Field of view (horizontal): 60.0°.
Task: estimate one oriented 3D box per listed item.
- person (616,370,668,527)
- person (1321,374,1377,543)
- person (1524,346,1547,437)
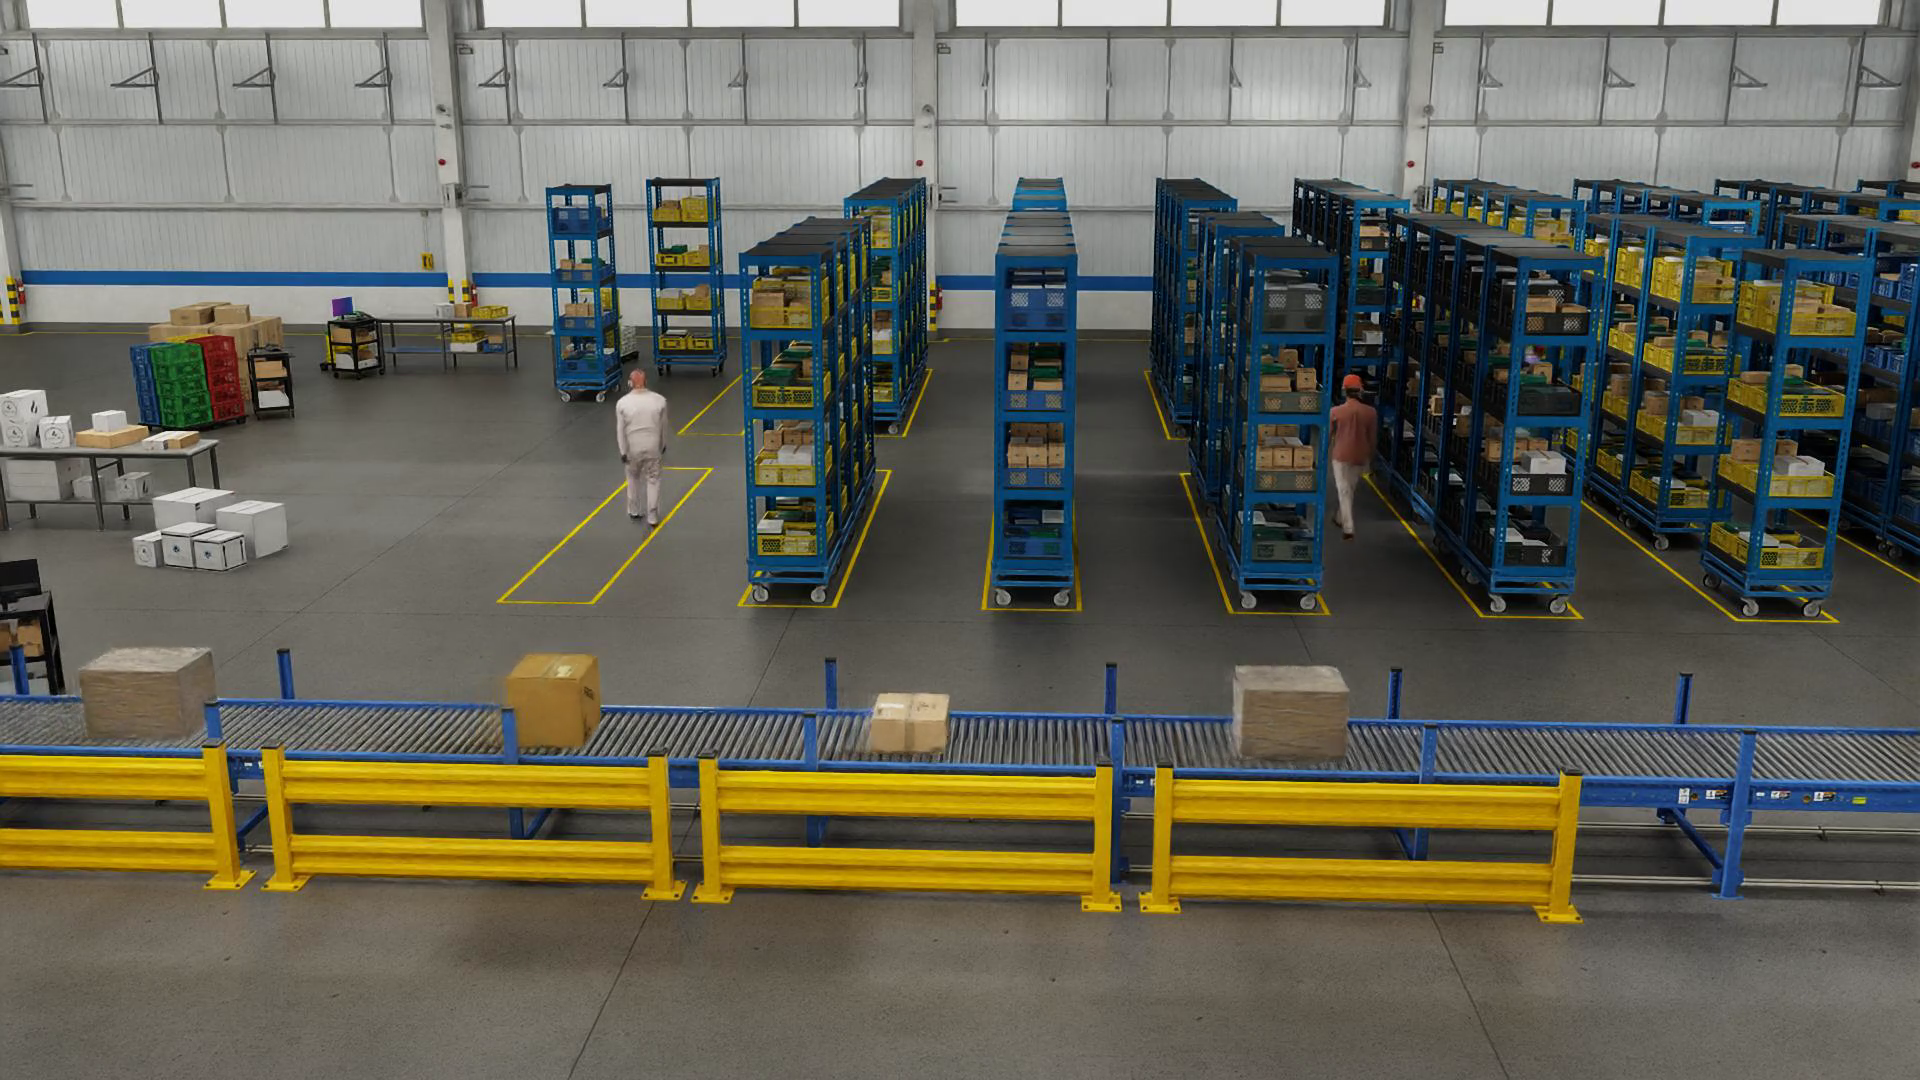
[{"bbox_3d":[-3.862,-1.142,20.238,0.637,1.866,0.887,-5,16,-17],"label":"person"},{"bbox_3d":[4.534,-0.966,19.450,0.633,1.947,1.016,-1,15,-5],"label":"person"},{"bbox_3d":[8.048,-1.943,23.289,0.473,1.824,0.592,2,15,8],"label":"person"}]
